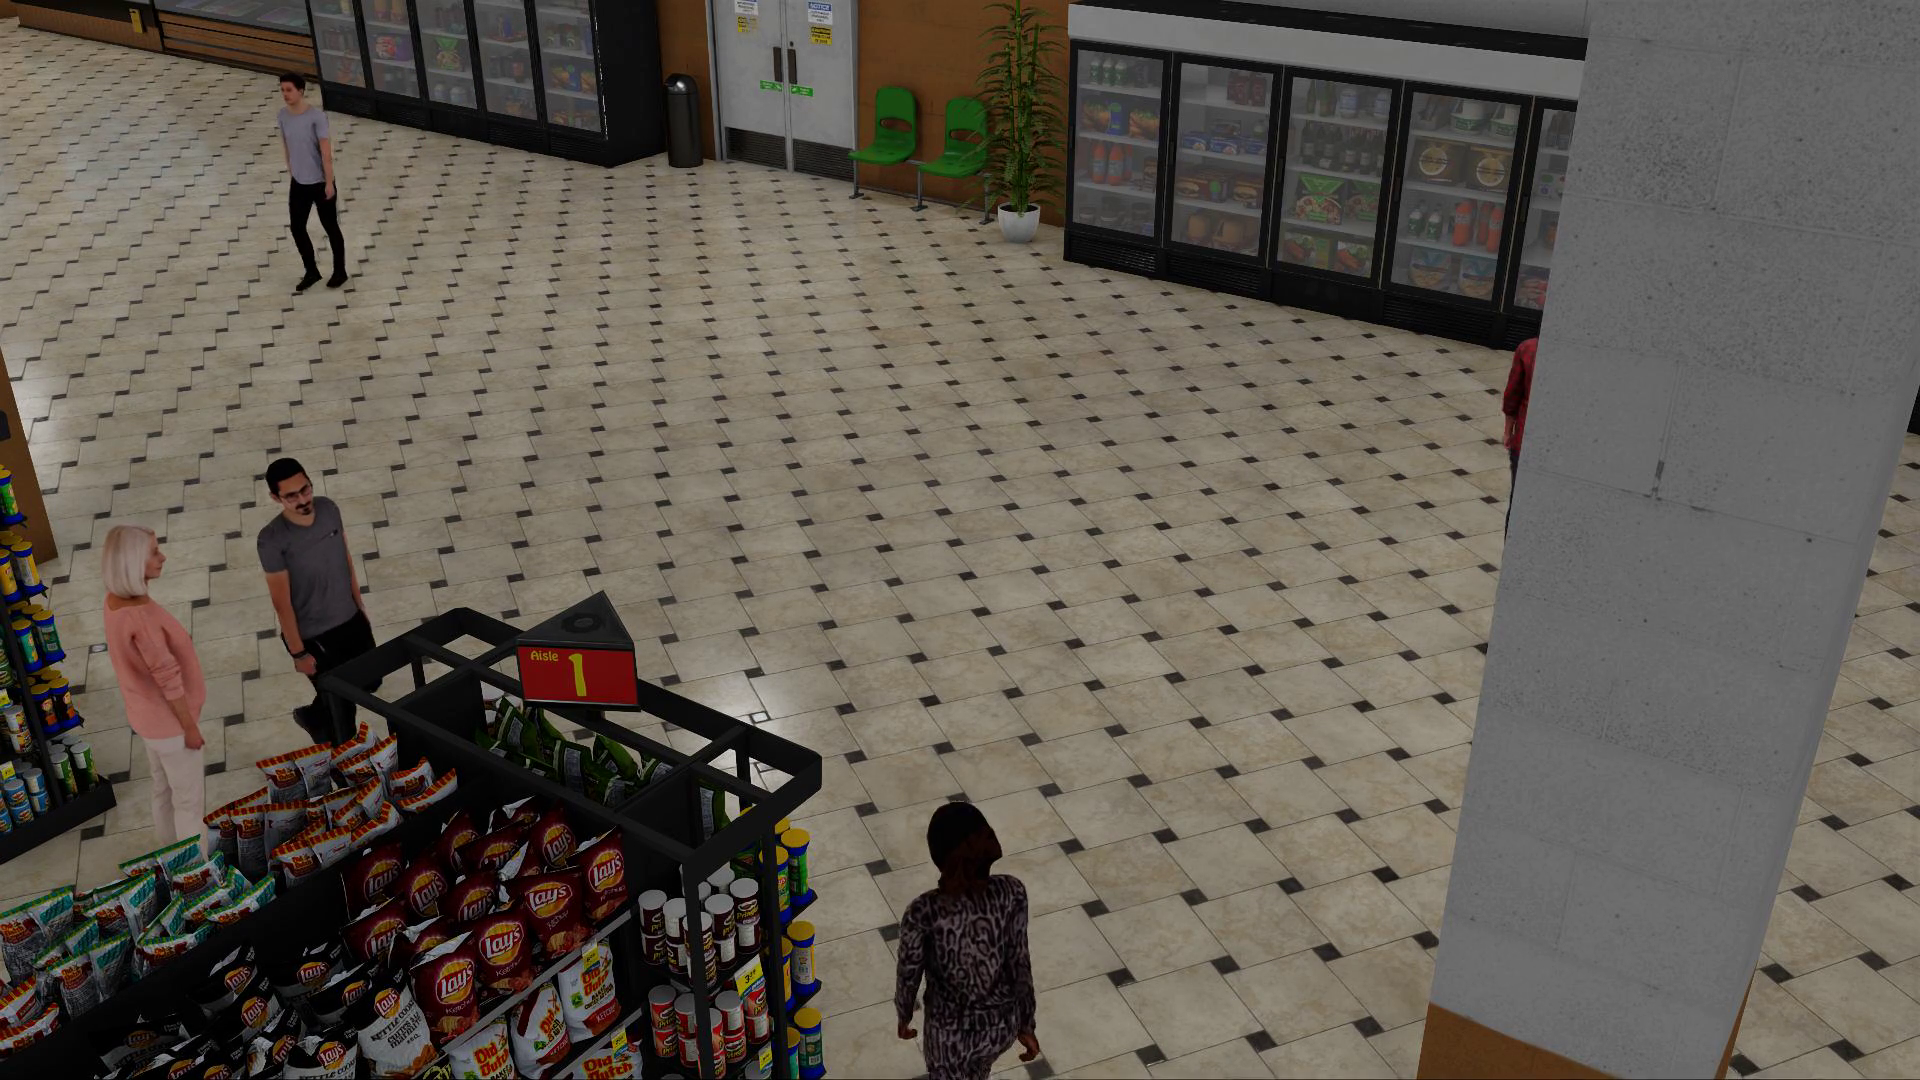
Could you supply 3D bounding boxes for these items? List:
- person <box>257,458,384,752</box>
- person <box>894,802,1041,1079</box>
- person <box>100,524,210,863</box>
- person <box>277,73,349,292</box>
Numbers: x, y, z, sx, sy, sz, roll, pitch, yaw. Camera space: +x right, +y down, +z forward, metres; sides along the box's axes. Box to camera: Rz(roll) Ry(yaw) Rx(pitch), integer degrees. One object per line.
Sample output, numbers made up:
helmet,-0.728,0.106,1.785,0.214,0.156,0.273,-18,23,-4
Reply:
person,-2.982,0.386,7.644,0.827,1.735,0.863,9,28,18
person,0.058,1.637,5.247,1.133,1.672,1.076,-8,28,-16
person,-3.355,0.724,6.989,0.581,1.724,0.640,-23,35,-38
person,-5.551,-3.116,14.425,0.804,1.847,0.851,5,27,9
